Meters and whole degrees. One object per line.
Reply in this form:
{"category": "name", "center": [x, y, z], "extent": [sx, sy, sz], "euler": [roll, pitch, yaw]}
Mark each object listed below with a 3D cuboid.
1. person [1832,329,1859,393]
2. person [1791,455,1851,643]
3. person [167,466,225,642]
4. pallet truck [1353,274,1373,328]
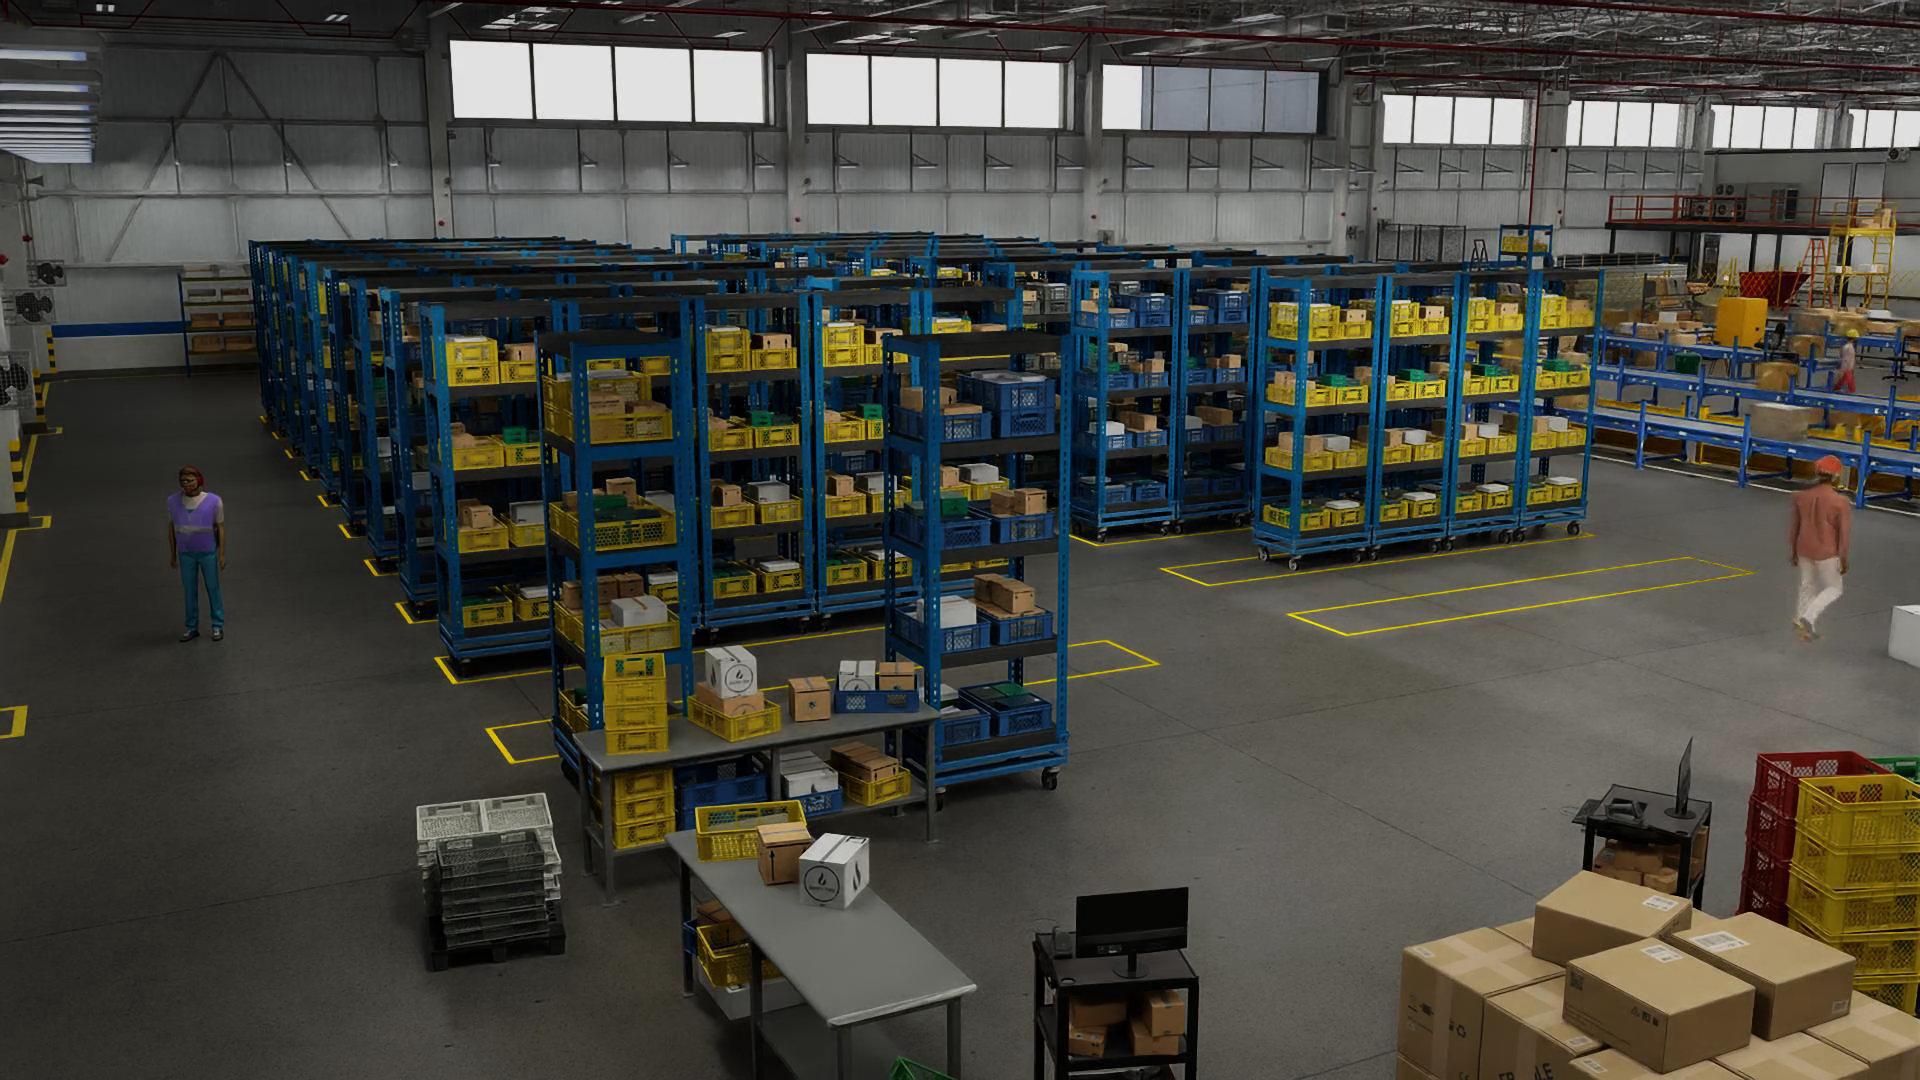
{"category": "person", "center": [18.555, -3.569, 34.912], "extent": [0.873, 1.732, 0.530], "euler": [8, 15, 34]}
{"category": "person", "center": [8.803, 0.117, 17.078], "extent": [0.506, 1.980, 0.639], "euler": [-6, 14, -27]}
{"category": "person", "center": [-7.922, 0.137, 17.305], "extent": [0.565, 1.846, 0.390], "euler": [-1, 12, -6]}
{"category": "pallet truck", "center": [13.011, -8.050, 55.243], "extent": [0.823, 1.965, 1.885], "euler": [-7, 14, -28]}
